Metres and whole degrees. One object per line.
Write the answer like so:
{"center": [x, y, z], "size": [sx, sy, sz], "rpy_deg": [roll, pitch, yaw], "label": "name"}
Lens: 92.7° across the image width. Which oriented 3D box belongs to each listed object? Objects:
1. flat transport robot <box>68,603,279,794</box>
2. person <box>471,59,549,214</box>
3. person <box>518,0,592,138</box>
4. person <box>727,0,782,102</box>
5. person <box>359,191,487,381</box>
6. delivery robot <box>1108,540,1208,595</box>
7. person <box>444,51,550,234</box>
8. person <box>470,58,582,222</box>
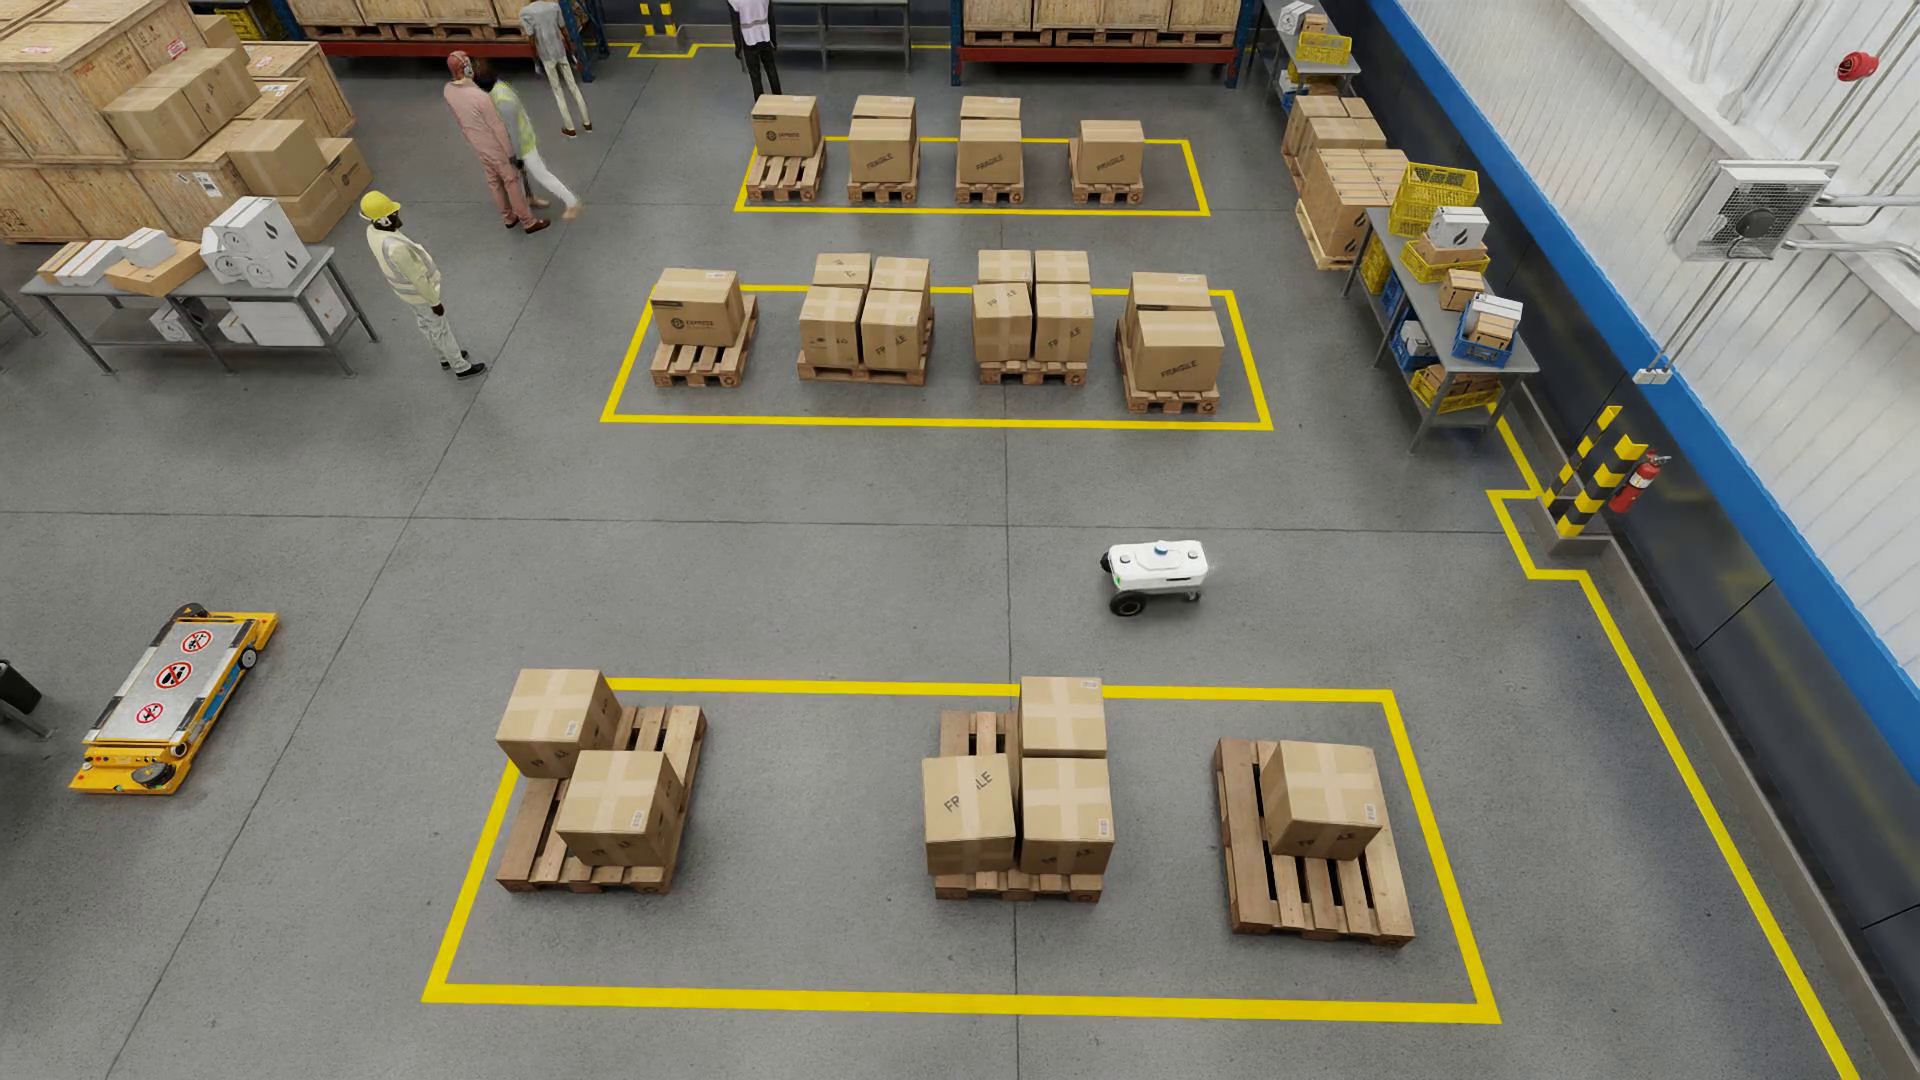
{"center": [-5.504, 1.072, 6.442], "size": [0.652, 0.197, 1.431], "rpy_deg": [1, 50, 1], "label": "flat transport robot"}
{"center": [-5.082, -4.465, 10.203], "size": [0.328, 1.698, 0.554], "rpy_deg": [7, 50, 6], "label": "person"}
{"center": [-5.043, -5.981, 11.373], "size": [0.532, 1.865, 0.310], "rpy_deg": [-31, 57, -24], "label": "person"}
{"center": [-2.588, -6.335, 11.642], "size": [0.587, 1.914, 0.391], "rpy_deg": [-26, 54, -20], "label": "person"}
{"center": [-4.858, -2.264, 8.249], "size": [0.587, 1.834, 0.403], "rpy_deg": [34, 58, 25], "label": "person"}
{"center": [1.492, 0.195, 6.940], "size": [0.707, 0.478, 0.477], "rpy_deg": [-4, 50, -3], "label": "delivery robot"}
{"center": [-5.031, -4.257, 9.886], "size": [0.638, 1.913, 0.408], "rpy_deg": [22, 53, 17], "label": "person"}
{"center": [-4.826, -4.343, 10.030], "size": [0.864, 1.809, 0.642], "rpy_deg": [-31, 56, -23], "label": "person"}
